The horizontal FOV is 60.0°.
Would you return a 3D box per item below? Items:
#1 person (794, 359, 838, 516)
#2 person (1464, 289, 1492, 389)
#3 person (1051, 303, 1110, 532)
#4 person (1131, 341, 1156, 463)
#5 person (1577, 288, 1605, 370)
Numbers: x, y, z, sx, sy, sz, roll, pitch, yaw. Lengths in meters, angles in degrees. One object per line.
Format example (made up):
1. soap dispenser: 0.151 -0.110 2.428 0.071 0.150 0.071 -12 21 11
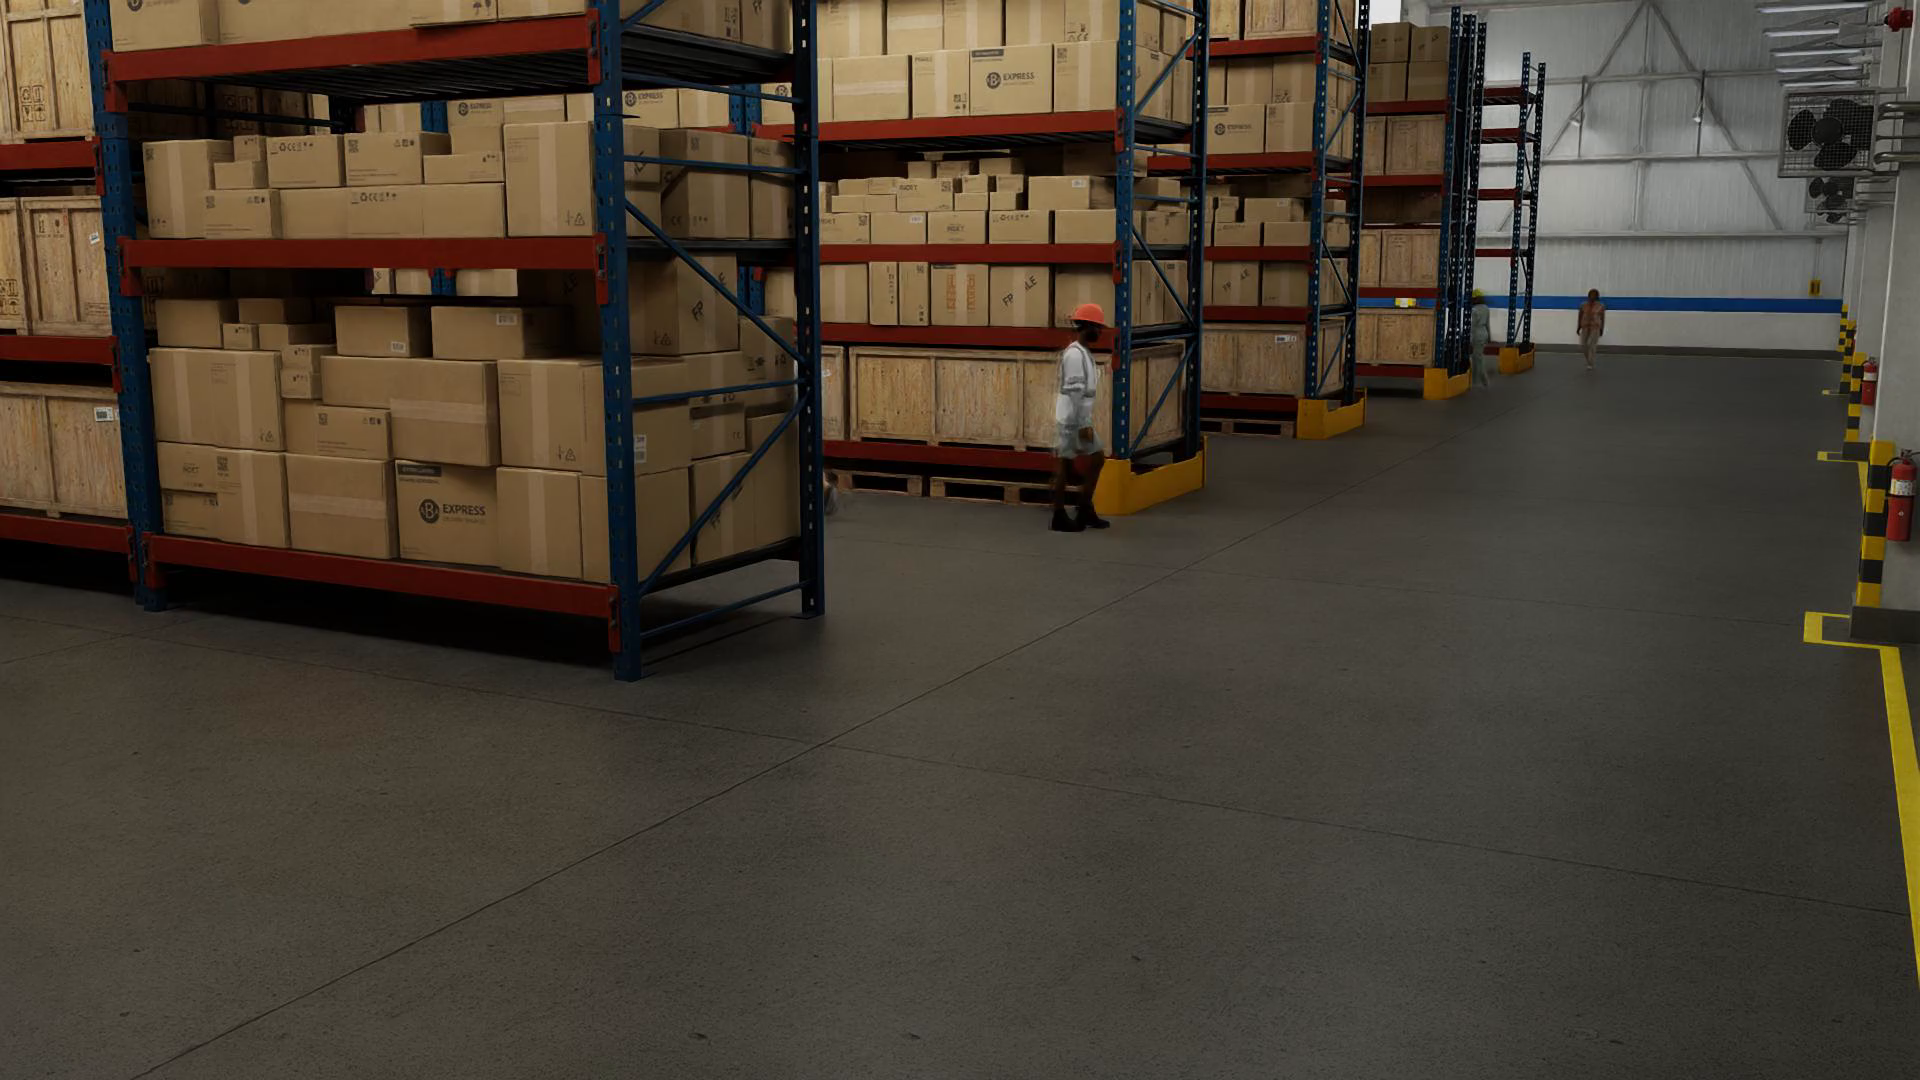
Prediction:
1. person: -1.440 -1.021 14.464 0.676 1.731 0.564 5 11 26
2. person: 8.885 -3.480 28.762 0.503 1.700 0.774 -7 12 -34
3. person: 1.043 -0.999 13.841 0.621 1.907 0.593 3 10 19
4. person: 2.018 -1.691 17.684 0.827 1.967 0.632 3 10 18
5. person: 12.672 -4.233 33.370 0.527 1.623 0.432 7 12 37
